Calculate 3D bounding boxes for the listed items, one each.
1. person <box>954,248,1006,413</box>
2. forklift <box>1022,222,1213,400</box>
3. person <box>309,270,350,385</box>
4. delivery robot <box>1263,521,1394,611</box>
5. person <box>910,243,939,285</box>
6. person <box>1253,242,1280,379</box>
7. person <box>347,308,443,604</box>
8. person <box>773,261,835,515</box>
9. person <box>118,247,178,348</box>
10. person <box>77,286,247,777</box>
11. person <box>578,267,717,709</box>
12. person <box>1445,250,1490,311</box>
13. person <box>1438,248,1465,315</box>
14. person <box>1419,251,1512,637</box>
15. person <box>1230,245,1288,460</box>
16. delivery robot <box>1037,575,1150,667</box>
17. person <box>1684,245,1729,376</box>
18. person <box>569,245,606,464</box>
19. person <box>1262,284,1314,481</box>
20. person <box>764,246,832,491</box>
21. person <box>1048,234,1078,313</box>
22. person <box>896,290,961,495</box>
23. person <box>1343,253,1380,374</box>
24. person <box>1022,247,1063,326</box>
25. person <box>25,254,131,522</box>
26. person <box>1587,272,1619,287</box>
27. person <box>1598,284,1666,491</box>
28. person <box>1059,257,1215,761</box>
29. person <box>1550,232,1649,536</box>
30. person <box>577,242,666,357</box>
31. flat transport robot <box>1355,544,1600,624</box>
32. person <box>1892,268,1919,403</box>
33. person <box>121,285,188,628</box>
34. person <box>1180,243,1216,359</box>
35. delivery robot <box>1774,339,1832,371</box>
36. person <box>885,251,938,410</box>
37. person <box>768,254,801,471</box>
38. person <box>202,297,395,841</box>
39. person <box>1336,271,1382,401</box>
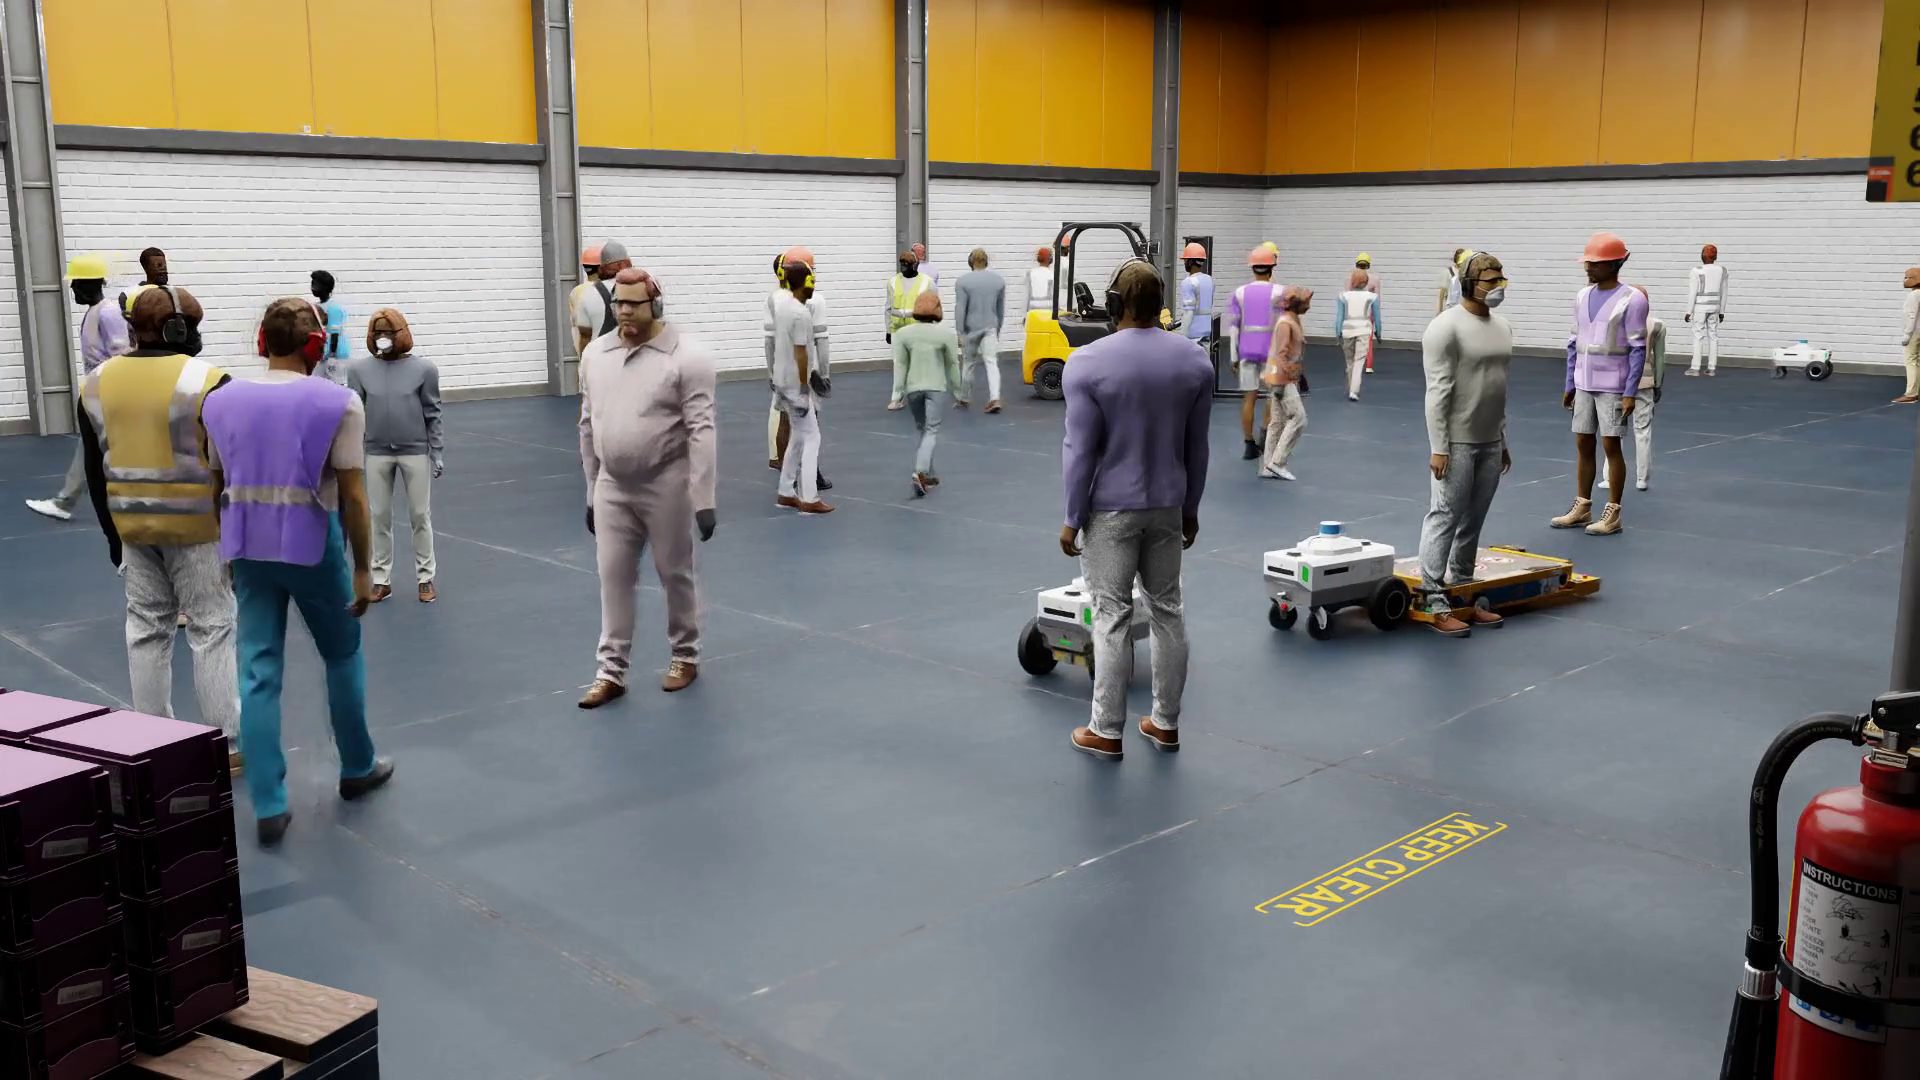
[{"bbox_3d":[0.238,-2.396,19.085,0.658,1.892,1.046,-3,11,-17],"label":"person"},{"bbox_3d":[1.935,-2.847,20.651,2.313,2.155,1.214,2,11,13],"label":"forklift"},{"bbox_3d":[-6.237,-1.810,16.380,0.450,1.681,0.561,-9,14,-40],"label":"person"},{"bbox_3d":[1.892,0.147,8.541,0.707,0.478,0.477,-7,13,-34],"label":"delivery robot"},{"bbox_3d":[-0.596,-3.197,23.346,0.403,1.906,0.651,10,14,43],"label":"person"},{"bbox_3d":[4.304,-3.226,23.438,0.364,1.930,0.588,0,10,-1],"label":"person"},{"bbox_3d":[-3.101,-0.458,9.156,0.507,1.631,0.267,-1,10,-7],"label":"person"},{"bbox_3d":[-1.129,-1.114,12.193,0.452,1.843,0.516,-5,12,-27],"label":"person"},{"bbox_3d":[-6.710,-1.482,13.954,0.392,1.922,0.593,6,12,31],"label":"person"},{"bbox_3d":[-2.913,-0.020,6.211,0.624,1.839,0.430,2,11,10],"label":"person"},{"bbox_3d":[-1.375,-0.233,7.262,0.685,1.901,0.574,3,11,16],"label":"person"},{"bbox_3d":[6.502,-2.801,21.384,0.592,1.832,0.404,10,14,43],"label":"person"},{"bbox_3d":[7.708,-3.561,25.587,0.524,1.810,0.836,-3,11,-14],"label":"person"},{"bbox_3d":[2.598,-0.489,8.487,0.627,1.940,0.373,-9,13,-39],"label":"person"},{"bbox_3d":[2.713,-1.687,15.045,0.566,1.924,0.447,6,12,28],"label":"person"},{"bbox_3d":[0.683,0.308,7.662,0.477,0.478,0.707,10,14,42],"label":"delivery robot"},{"bbox_3d":[10.751,-3.303,23.980,0.587,1.883,0.341,-1,10,-6],"label":"person"},{"bbox_3d":[-3.183,-1.621,14.666,0.542,1.939,0.359,8,13,38],"label":"person"},{"bbox_3d":[2.679,-1.281,13.658,0.411,1.622,0.573,3,11,15],"label":"person"},{"bbox_3d":[-1.271,-1.351,13.193,0.552,1.937,0.356,4,11,21],"label":"person"},{"bbox_3d":[1.533,-3.564,24.976,0.613,2.039,0.393,9,14,41],"label":"person"},{"bbox_3d":[-0.271,-1.168,13.110,0.509,1.600,0.780,3,11,15],"label":"person"},{"bbox_3d":[5.883,-3.320,24.401,0.534,1.765,0.324,2,11,10],"label":"person"},{"bbox_3d":[1.117,-3.092,22.876,0.597,1.870,0.646,4,11,22],"label":"person"},{"bbox_3d":[-6.139,-1.066,11.781,0.986,1.875,0.613,-7,12,-33],"label":"person"},{"bbox_3d":[9.209,-3.311,23.965,0.403,1.906,0.651,8,13,36],"label":"person"},{"bbox_3d":[5.309,-1.200,13.189,0.523,1.636,0.310,1,10,5],"label":"person"},{"bbox_3d":[0.666,-0.111,6.427,0.630,1.940,0.372,-4,11,-23],"label":"person"},{"bbox_3d":[4.321,-1.049,11.263,0.389,2.039,0.614,-5,11,-25],"label":"person"},{"bbox_3d":[-2.708,-1.457,13.488,0.701,2.000,1.073,0,10,2],"label":"person"},{"bbox_3d":[2.811,0.225,9.144,1.431,0.197,0.652,-7,13,-35],"label":"flat transport robot"},{"bbox_3d":[11.540,-2.479,20.177,0.275,1.631,0.507,9,14,40],"label":"person"},{"bbox_3d":[-4.119,-0.426,8.610,0.525,1.772,0.301,6,12,31],"label":"person"},{"bbox_3d":[2.542,-2.252,18.103,0.366,1.939,0.542,8,13,39],"label":"person"},{"bbox_3d":[11.886,-2.591,23.472,0.707,0.478,0.477,8,13,36],"label":"delivery robot"},{"bbox_3d":[-0.579,-2.416,19.274,0.622,1.840,0.430,3,11,16],"label":"person"},{"bbox_3d":[-1.503,-1.544,14.430,0.335,1.873,0.519,2,11,12],"label":"person"},{"bbox_3d":[-2.300,0.072,5.775,0.600,1.797,0.832,0,10,-1],"label":"person"},{"bbox_3d":[4.910,-2.519,20.507,0.529,1.585,0.896,5,11,25],"label":"person"}]
